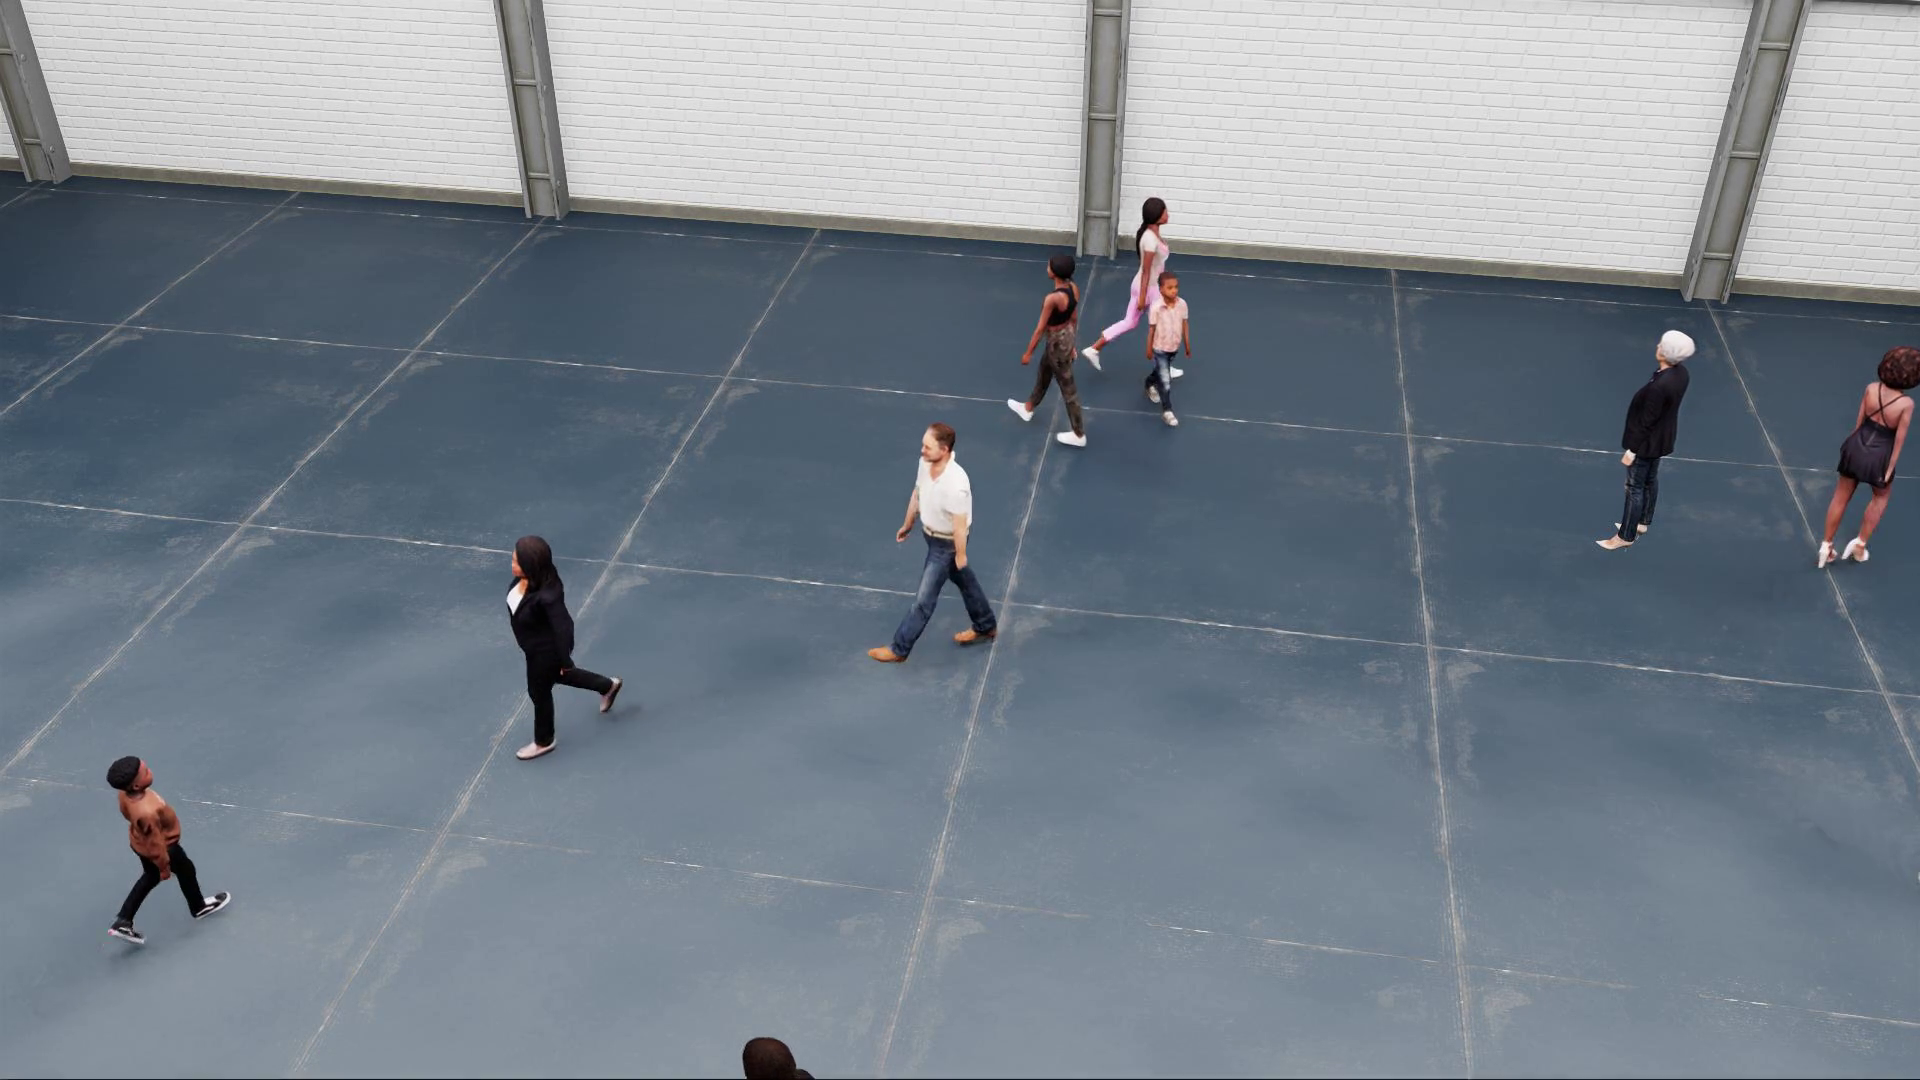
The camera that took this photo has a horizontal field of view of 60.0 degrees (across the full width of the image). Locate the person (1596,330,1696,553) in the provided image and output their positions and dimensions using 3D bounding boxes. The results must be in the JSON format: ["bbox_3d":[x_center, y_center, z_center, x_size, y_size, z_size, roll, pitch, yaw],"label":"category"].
[{"bbox_3d":[4.889,-0.727,11.820,0.843,1.782,0.780,-29,43,-36],"label":"person"}]

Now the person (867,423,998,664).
[{"bbox_3d":[-0.008,-0.003,11.140,1.314,1.806,1.097,-12,35,-17],"label":"person"}]

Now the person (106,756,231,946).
[{"bbox_3d":[-4.465,1.697,9.096,0.879,1.238,0.847,27,42,34],"label":"person"}]

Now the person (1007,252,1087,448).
[{"bbox_3d":[0.880,-1.504,13.530,1.146,1.661,0.886,20,38,27],"label":"person"}]

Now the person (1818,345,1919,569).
[{"bbox_3d":[6.490,-0.548,11.989,0.779,1.775,0.719,-22,40,-30],"label":"person"}]

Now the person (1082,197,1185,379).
[{"bbox_3d":[1.534,-2.154,14.467,1.198,1.706,0.784,-2,34,-3],"label":"person"}]

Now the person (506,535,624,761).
[{"bbox_3d":[-2.510,0.616,10.404,1.113,1.589,1.014,-18,38,-25],"label":"person"}]

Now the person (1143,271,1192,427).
[{"bbox_3d":[1.727,-1.689,14.146,0.902,1.287,0.884,-15,36,-21],"label":"person"}]
